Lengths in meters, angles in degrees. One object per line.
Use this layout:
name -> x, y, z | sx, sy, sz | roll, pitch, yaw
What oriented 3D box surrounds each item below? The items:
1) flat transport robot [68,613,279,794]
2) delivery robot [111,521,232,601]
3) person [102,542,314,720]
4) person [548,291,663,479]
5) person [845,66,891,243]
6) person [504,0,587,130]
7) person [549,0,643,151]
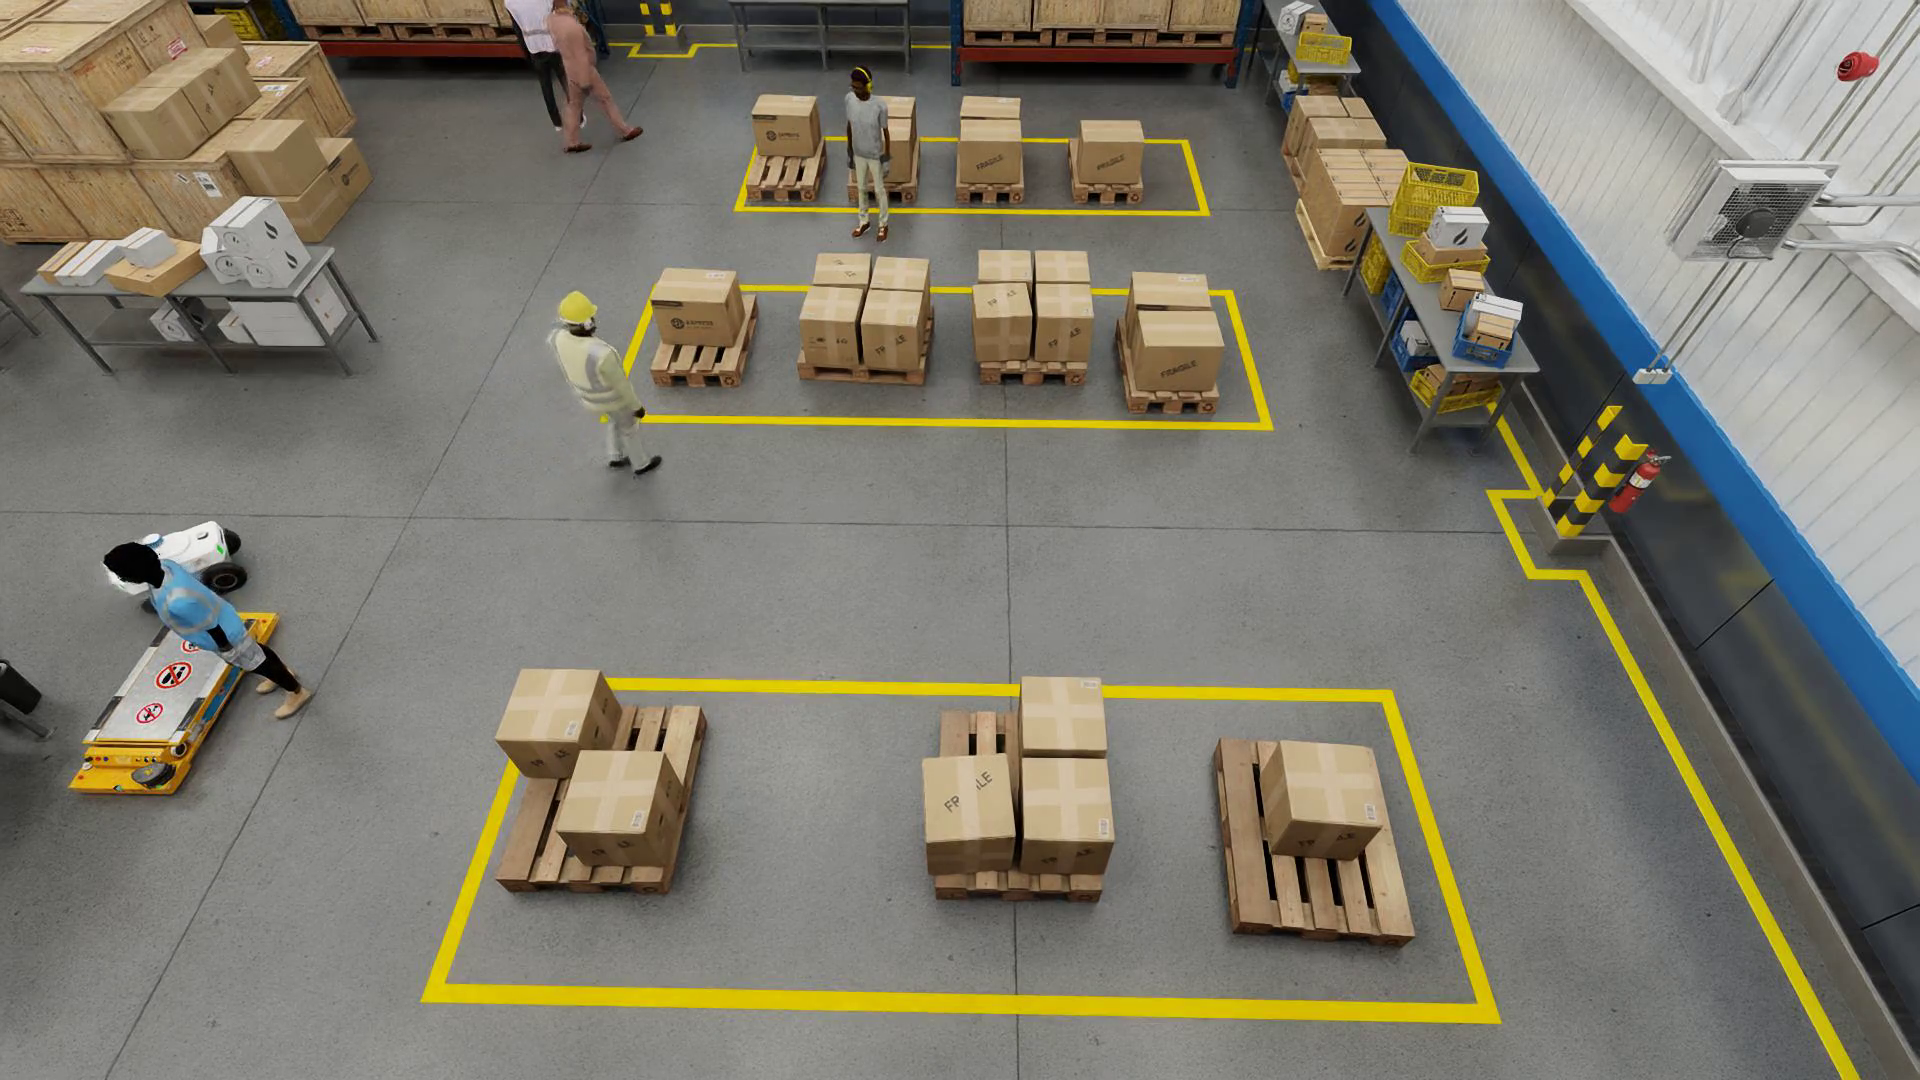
flat transport robot -> -5.504, 1.072, 6.442 | 0.652, 0.197, 1.431 | 1, 50, 1
delivery robot -> -6.002, 0.143, 6.984 | 0.707, 0.478, 0.477 | -27, 55, -21
person -> -4.814, 0.585, 5.924 | 0.540, 1.697, 0.318 | 36, 58, 26
person -> -2.821, -1.175, 7.334 | 0.624, 1.814, 0.424 | 24, 54, 19
person -> -0.979, -4.084, 9.772 | 0.521, 1.861, 0.328 | 16, 52, 13
person -> -5.196, -6.144, 11.487 | 0.584, 1.910, 0.389 | -10, 50, -8
person -> -4.603, -5.707, 11.151 | 0.645, 1.866, 0.982 | 37, 59, 27
